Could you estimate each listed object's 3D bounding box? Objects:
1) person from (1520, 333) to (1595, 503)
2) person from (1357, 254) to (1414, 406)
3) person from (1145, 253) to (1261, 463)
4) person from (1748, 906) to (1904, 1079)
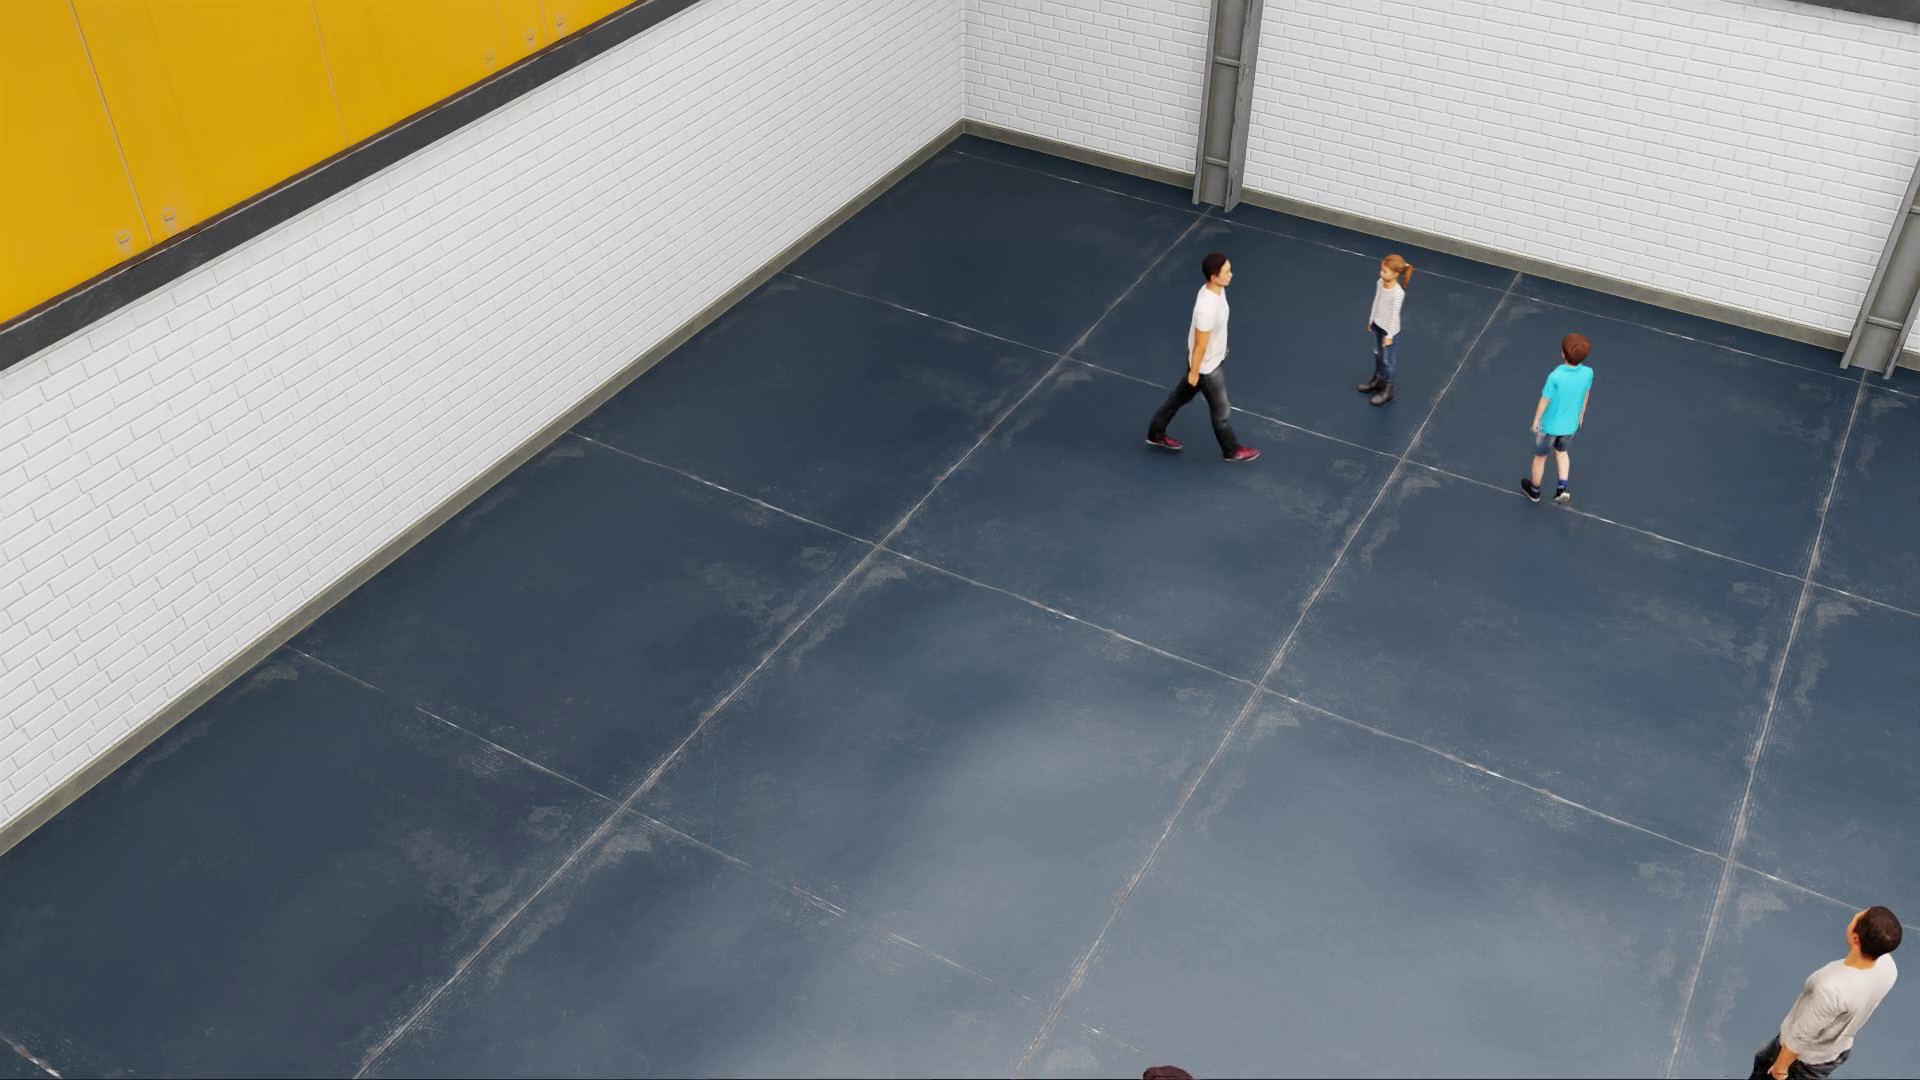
[{"bbox_3d":[4.445,-0.851,12.239,0.739,1.444,0.789,-6,39,-7],"label":"person"},{"bbox_3d":[3.449,-1.710,13.421,0.617,1.310,0.549,-13,41,-16],"label":"person"},{"bbox_3d":[1.771,-1.368,12.634,1.212,1.759,0.908,7,39,9],"label":"person"},{"bbox_3d":[4.109,2.451,7.840,0.964,1.773,1.208,-25,45,-27],"label":"person"}]
